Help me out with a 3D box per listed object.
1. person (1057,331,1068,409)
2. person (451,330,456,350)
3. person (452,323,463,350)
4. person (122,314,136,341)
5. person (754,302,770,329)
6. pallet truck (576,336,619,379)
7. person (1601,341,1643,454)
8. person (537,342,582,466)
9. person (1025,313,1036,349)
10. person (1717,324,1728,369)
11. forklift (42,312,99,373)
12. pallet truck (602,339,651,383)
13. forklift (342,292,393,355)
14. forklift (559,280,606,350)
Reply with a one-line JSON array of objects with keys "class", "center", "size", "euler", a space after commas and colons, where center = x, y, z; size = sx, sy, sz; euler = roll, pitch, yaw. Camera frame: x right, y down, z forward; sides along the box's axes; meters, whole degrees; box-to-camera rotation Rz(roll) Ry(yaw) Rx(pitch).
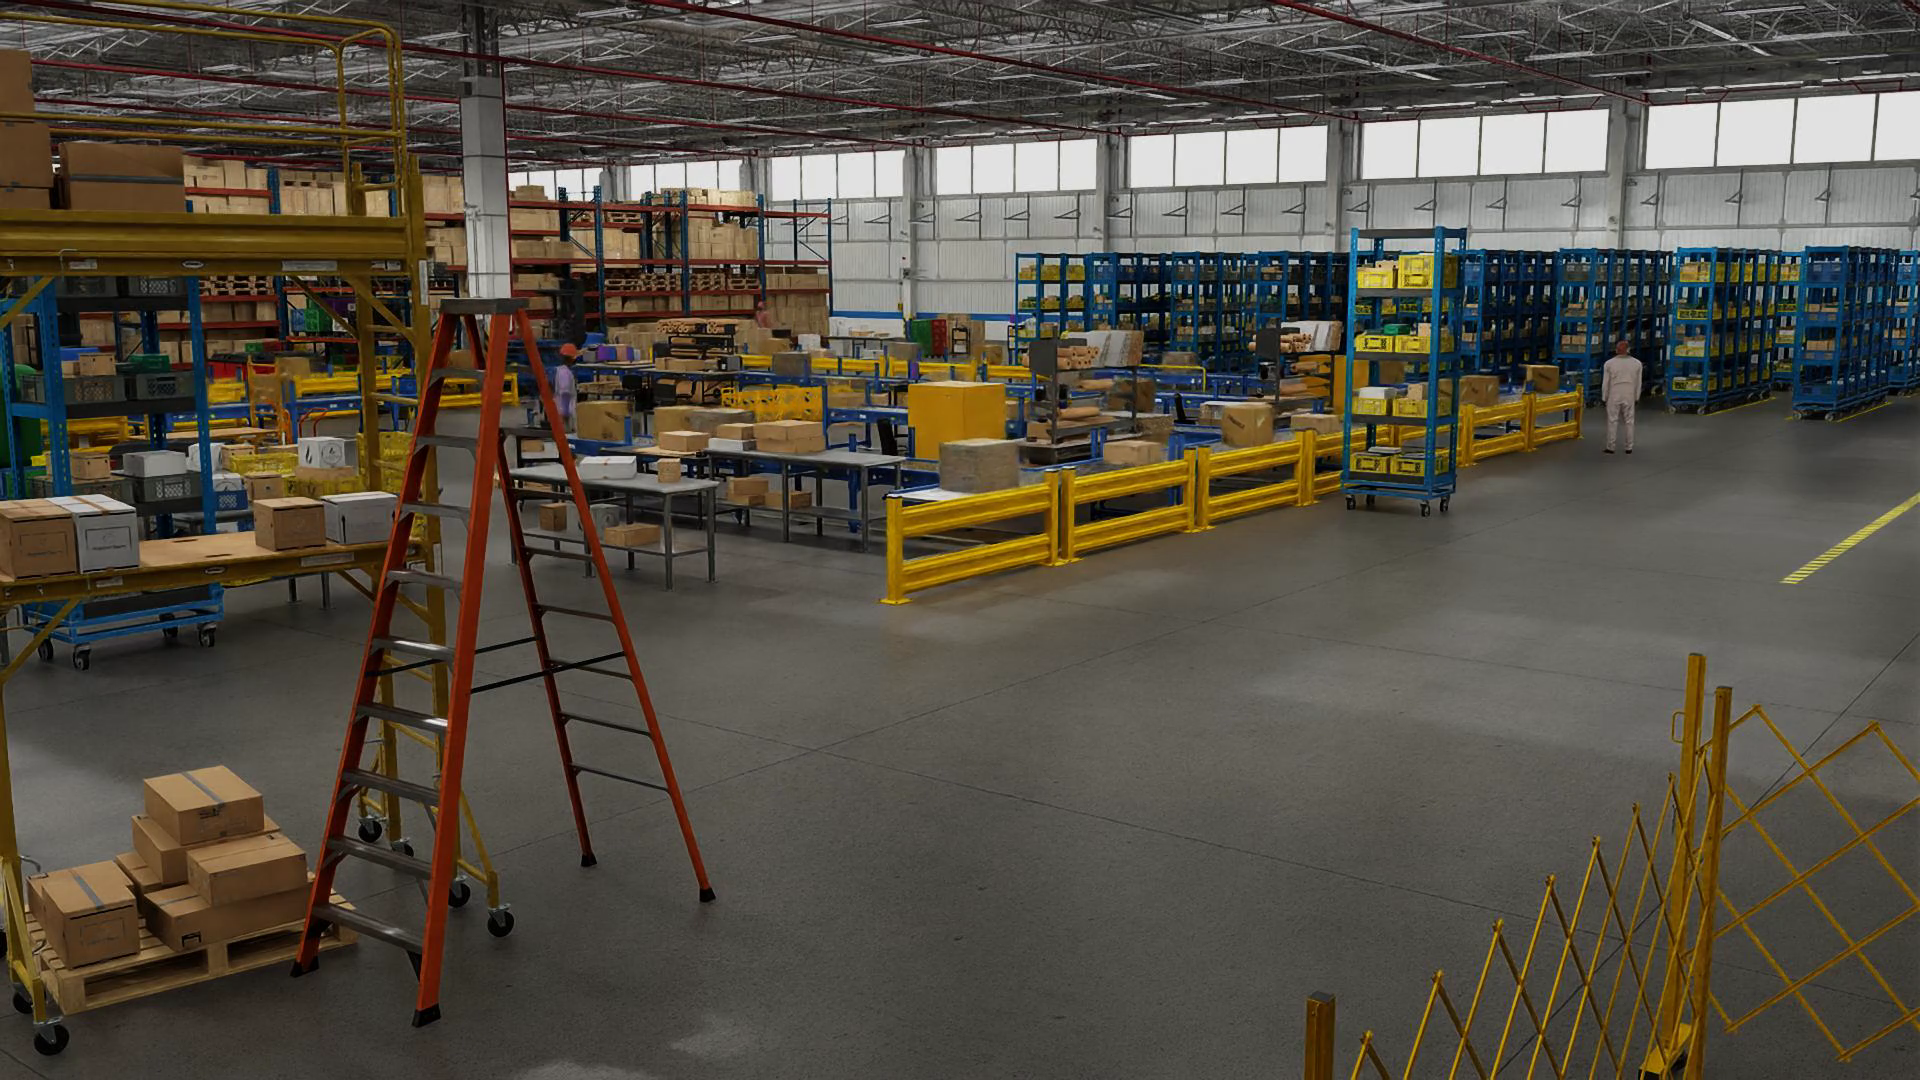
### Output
[{"class": "person", "center": [2.300, -3.697, 36.603], "size": [0.343, 1.767, 0.529], "euler": [6, 11, 32]}, {"class": "person", "center": [-16.108, -6.218, 52.375], "size": [0.546, 1.742, 0.684], "euler": [7, 11, 36]}, {"class": "person", "center": [-14.417, -5.487, 48.009], "size": [0.542, 1.678, 0.529], "euler": [2, 9, 12]}, {"class": "person", "center": [-25.344, -5.987, 50.772], "size": [0.596, 1.802, 0.881], "euler": [7, 11, 37]}, {"class": "person", "center": [-7.645, -8.108, 63.548], "size": [0.620, 1.936, 1.029], "euler": [7, 11, 37]}, {"class": "pallet truck", "center": [-10.690, -5.294, 48.215], "size": [1.601, 1.201, 0.680], "euler": [-5, 10, -26]}, {"class": "person", "center": [11.135, -2.398, 28.047], "size": [0.640, 1.904, 0.401], "euler": [1, 9, 7]}, {"class": "person", "center": [-6.071, -1.992, 25.202], "size": [0.802, 2.012, 0.644], "euler": [-2, 9, -12]}, {"class": "person", "center": [2.420, -6.582, 54.088], "size": [0.617, 1.925, 0.708], "euler": [-1, 9, -3]}, {"class": "person", "center": [19.710, -4.777, 43.086], "size": [0.469, 1.840, 0.594], "euler": [7, 11, 37]}, {"class": "forklift", "center": [-23.779, -5.451, 44.052], "size": [1.873, 2.768, 1.129], "euler": [7, 11, 36]}, {"class": "pallet truck", "center": [-8.991, -4.871, 45.351], "size": [0.653, 1.274, 1.630], "euler": [7, 11, 37]}, {"class": "forklift", "center": [-16.485, -5.622, 45.120], "size": [1.129, 2.768, 1.873], "euler": [7, 11, 37]}, {"class": "forklift", "center": [-12.476, -6.999, 53.716], "size": [1.129, 2.768, 1.873], "euler": [7, 11, 37]}]
